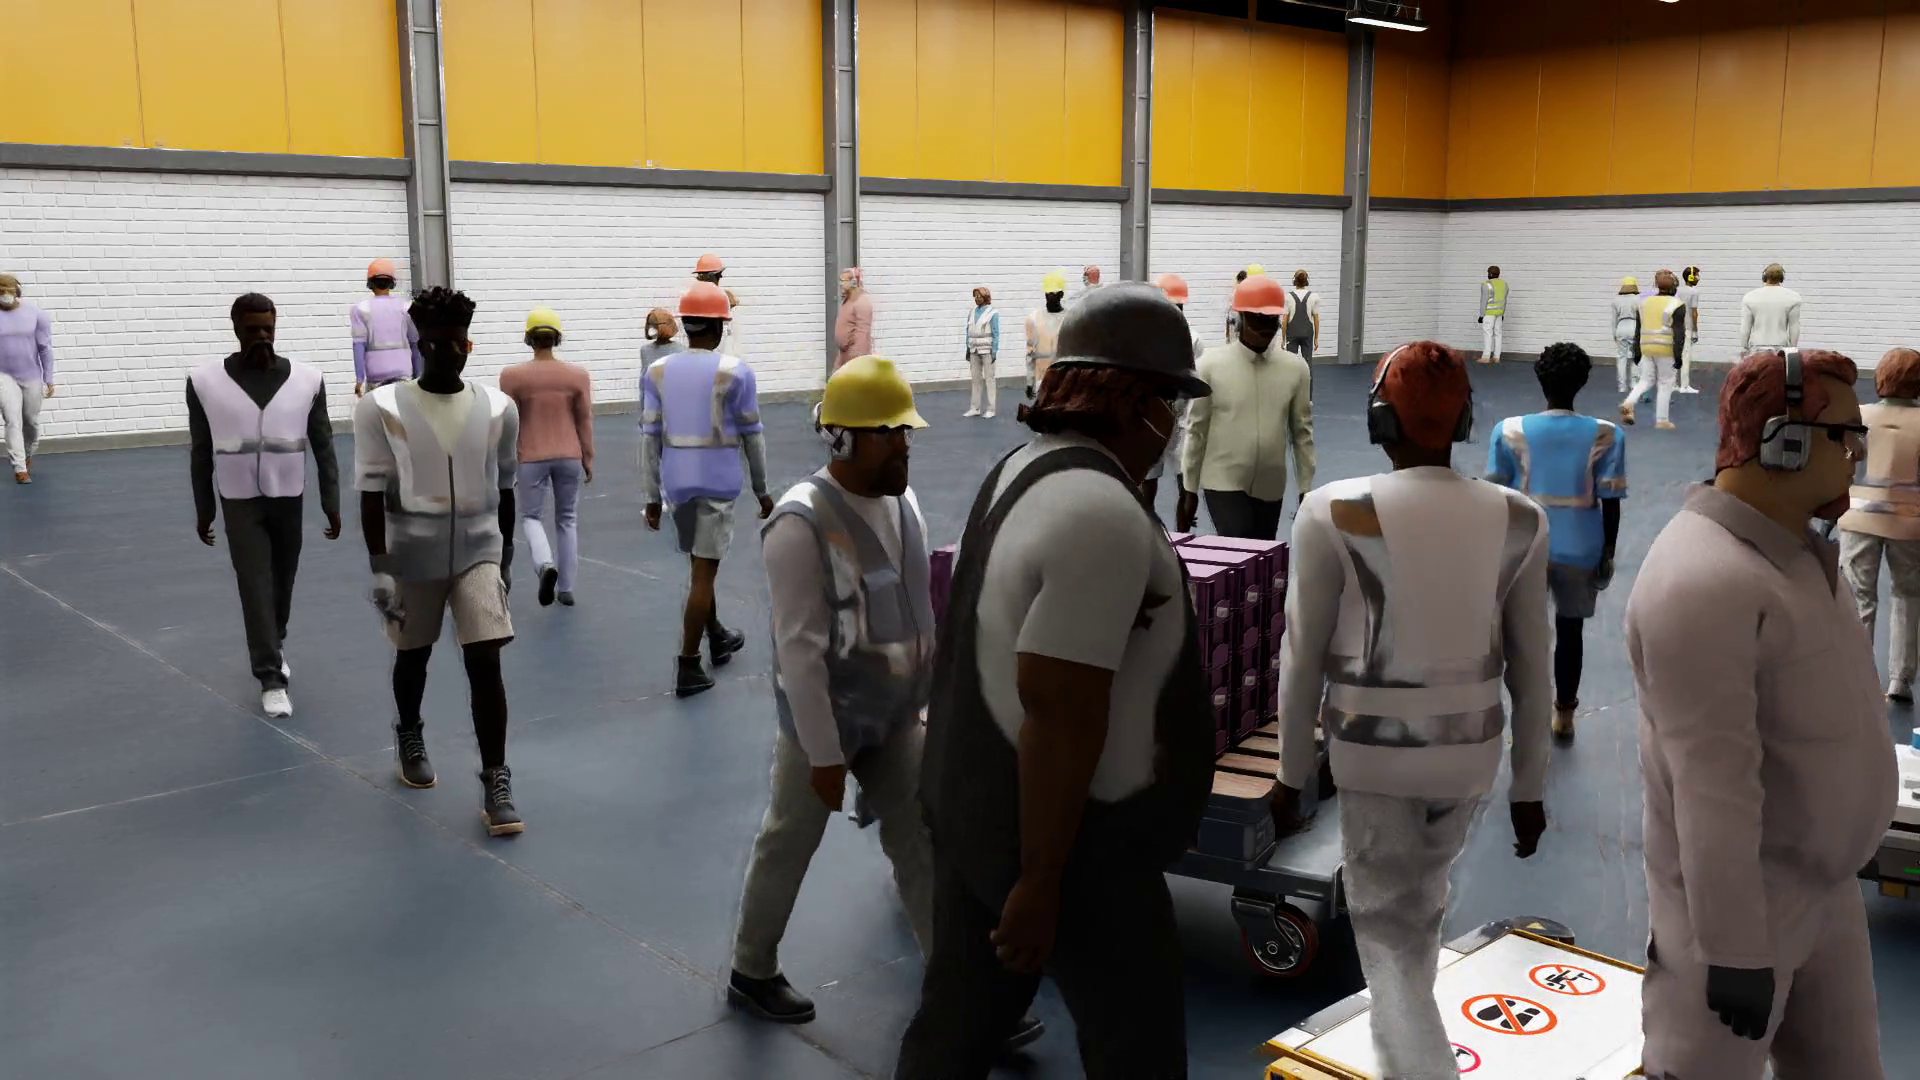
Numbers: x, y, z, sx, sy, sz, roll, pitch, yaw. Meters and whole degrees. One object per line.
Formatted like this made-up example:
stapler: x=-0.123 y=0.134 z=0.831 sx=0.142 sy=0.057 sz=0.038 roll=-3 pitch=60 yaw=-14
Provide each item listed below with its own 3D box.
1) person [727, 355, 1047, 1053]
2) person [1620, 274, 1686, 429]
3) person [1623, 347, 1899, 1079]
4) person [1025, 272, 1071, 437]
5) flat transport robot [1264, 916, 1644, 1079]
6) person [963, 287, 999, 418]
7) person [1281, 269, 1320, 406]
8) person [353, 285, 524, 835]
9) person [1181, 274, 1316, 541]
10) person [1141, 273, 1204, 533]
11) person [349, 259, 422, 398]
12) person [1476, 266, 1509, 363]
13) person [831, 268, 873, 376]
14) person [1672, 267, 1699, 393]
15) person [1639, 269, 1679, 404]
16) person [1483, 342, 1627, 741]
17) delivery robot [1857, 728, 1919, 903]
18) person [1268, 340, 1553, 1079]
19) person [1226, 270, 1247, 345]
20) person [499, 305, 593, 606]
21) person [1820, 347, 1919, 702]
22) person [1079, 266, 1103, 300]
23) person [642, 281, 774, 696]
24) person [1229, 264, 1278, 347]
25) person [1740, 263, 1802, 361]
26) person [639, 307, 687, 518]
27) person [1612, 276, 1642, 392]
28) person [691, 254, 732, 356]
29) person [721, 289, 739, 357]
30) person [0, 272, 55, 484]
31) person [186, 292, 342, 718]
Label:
person: x=-0.244 y=0.426 z=4.220 sx=0.944 sy=1.777 sz=0.605 roll=7 pitch=12 yaw=34
person: x=8.100 y=-2.187 z=19.406 sx=0.637 sy=1.828 sz=0.638 roll=-5 pitch=11 yaw=-28
person: x=1.359 y=0.593 z=2.964 sx=0.837 sy=1.875 sz=0.650 roll=9 pitch=13 yaw=42
person: x=0.885 y=-1.515 z=15.303 sx=0.601 sy=1.880 sz=0.974 roll=2 pitch=10 yaw=14
flat transport robot: x=1.251 y=1.231 z=3.907 sx=1.431 sy=0.197 sz=0.652 roll=-9 pitch=13 yaw=-42
person: x=0.276 y=-2.346 z=20.842 sx=0.512 sy=1.642 sz=0.312 roll=9 pitch=13 yaw=42
person: x=4.560 y=-2.703 z=22.336 sx=0.508 sy=1.846 sz=0.345 roll=1 pitch=10 yaw=6
person: x=-1.891 y=0.041 z=6.054 sx=0.600 sy=1.927 sz=0.995 roll=-5 pitch=11 yaw=-28
person: x=1.347 y=-0.290 z=7.931 sx=0.619 sy=1.955 sz=0.986 roll=-3 pitch=10 yaw=-15
person: x=1.281 y=-0.699 z=10.420 sx=0.557 sy=1.914 sz=0.641 roll=-2 pitch=10 yaw=-9
person: x=-5.213 y=-1.540 z=15.123 sx=0.632 sy=2.023 sz=0.793 roll=-6 pitch=11 yaw=-29
person: x=10.084 y=-4.277 z=31.564 sx=0.625 sy=1.844 sz=0.429 roll=-5 pitch=11 yaw=-27
person: x=-1.262 y=-2.019 z=18.189 sx=0.657 sy=1.887 sz=0.673 roll=-4 pitch=11 yaw=-24
person: x=10.752 y=-3.109 z=24.660 sx=0.332 sy=1.866 sz=0.514 roll=-3 pitch=10 yaw=-18
person: x=9.564 y=-2.781 z=22.817 sx=0.389 sy=1.838 sz=0.563 roll=-7 pitch=12 yaw=-36
person: x=2.393 y=0.036 z=6.783 sx=0.544 sy=1.669 sz=0.693 roll=2 pitch=10 yaw=12
delivery robot: x=2.997 y=0.827 z=5.168 sx=0.477 sy=0.478 sz=0.707 roll=6 pitch=11 yaw=30
person: x=1.004 y=0.506 z=3.575 sx=0.583 sy=1.860 sz=0.823 roll=-2 pitch=10 yaw=-12
person: x=4.085 y=-2.966 z=23.964 sx=0.518 sy=1.824 sz=0.936 roll=3 pitch=10 yaw=17
person: x=-2.336 y=-0.456 z=9.477 sx=0.528 sy=1.753 sz=0.546 roll=-4 pitch=11 yaw=-23
person: x=4.111 y=-0.040 z=7.413 sx=0.518 sy=1.619 sz=0.581 roll=5 pitch=11 yaw=26
person: x=1.617 y=-2.416 z=20.491 sx=0.399 sy=1.905 sz=0.642 roll=6 pitch=11 yaw=31
person: x=-1.166 y=-0.267 z=7.910 sx=0.548 sy=1.891 sz=0.948 roll=3 pitch=10 yaw=20
person: x=3.621 y=-2.439 z=20.549 sx=0.593 sy=1.925 sz=0.379 roll=1 pitch=10 yaw=8
person: x=9.372 y=-2.227 z=19.277 sx=0.630 sy=1.940 sz=0.372 roll=5 pitch=11 yaw=27
person: x=-2.289 y=-0.987 z=12.916 sx=0.500 sy=1.631 sz=0.273 roll=6 pitch=11 yaw=32
person: x=9.991 y=-3.072 z=24.850 sx=0.505 sy=1.710 sz=0.576 roll=8 pitch=13 yaw=40
person: x=-2.492 y=-1.848 z=16.752 sx=0.389 sy=2.041 sz=0.614 roll=-2 pitch=10 yaw=-12
person: x=-2.791 y=-2.233 z=20.210 sx=0.503 sy=1.618 sz=0.520 roll=1 pitch=10 yaw=8
person: x=-8.548 y=-1.476 z=15.054 sx=0.639 sy=1.893 sz=0.923 roll=-6 pitch=11 yaw=-31
person: x=-3.194 y=-0.202 z=7.645 sx=0.607 sy=1.874 sz=0.997 roll=-6 pitch=11 yaw=-32
